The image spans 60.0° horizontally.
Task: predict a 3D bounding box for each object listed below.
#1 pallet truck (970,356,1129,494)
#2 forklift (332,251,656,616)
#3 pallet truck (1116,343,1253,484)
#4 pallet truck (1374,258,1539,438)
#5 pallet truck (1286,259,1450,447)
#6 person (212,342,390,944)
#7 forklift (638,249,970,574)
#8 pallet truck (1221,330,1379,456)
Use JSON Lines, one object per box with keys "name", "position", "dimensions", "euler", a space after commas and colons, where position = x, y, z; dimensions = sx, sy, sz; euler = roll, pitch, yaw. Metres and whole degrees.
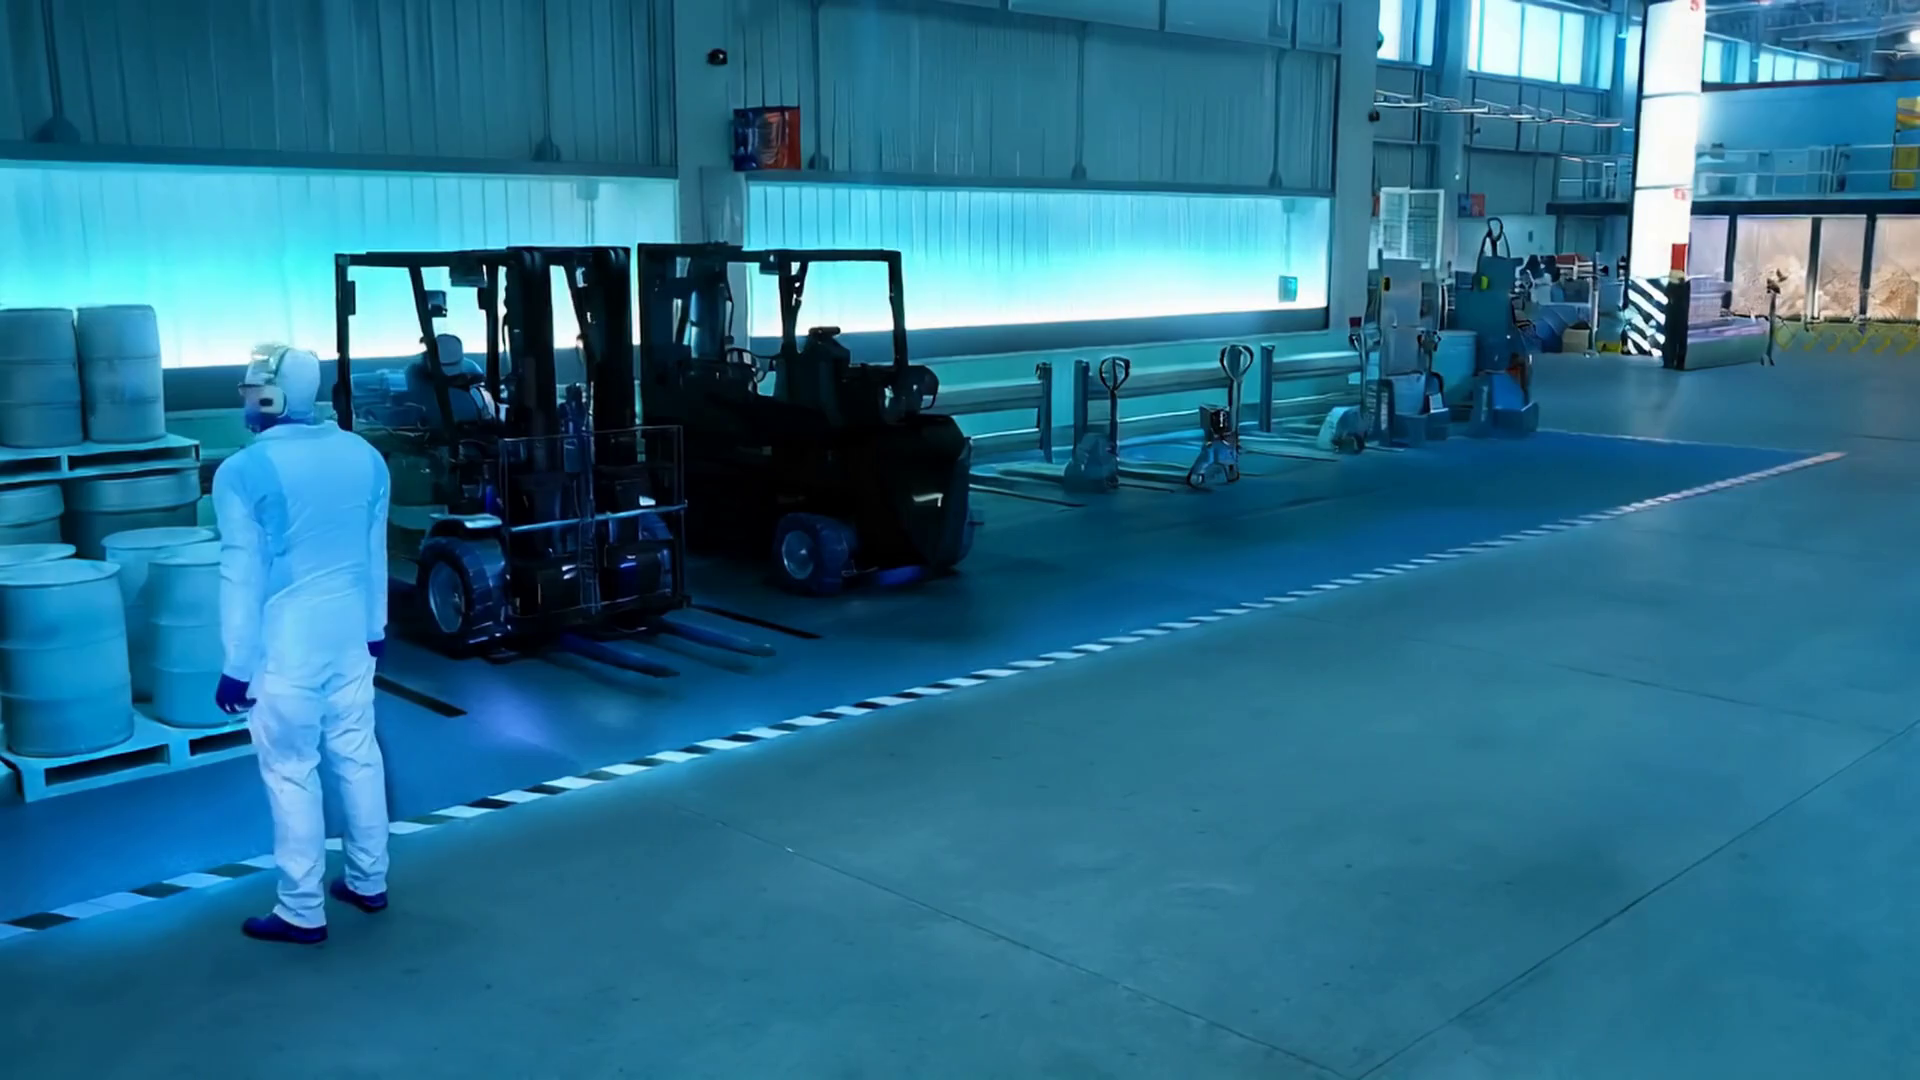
{"name": "pallet truck", "position": [0.784, -1.085, 14.876], "dimensions": [0.680, 1.201, 1.601], "euler": [-10, 14, -44]}
{"name": "forklift", "position": [-2.833, -0.669, 9.694], "dimensions": [1.157, 1.987, 2.680], "euler": [-10, 14, -44]}
{"name": "pallet truck", "position": [1.962, -1.215, 15.415], "dimensions": [1.522, 1.261, 0.704], "euler": [10, 14, 43]}
{"name": "pallet truck", "position": [5.704, -2.208, 18.901], "dimensions": [1.885, 1.965, 0.823], "euler": [10, 14, 43]}
{"name": "pallet truck", "position": [4.493, -2.078, 18.196], "dimensions": [0.823, 1.965, 1.885], "euler": [-9, 14, -40]}
{"name": "person", "position": [-2.112, 0.325, 5.323], "dimensions": [0.408, 1.911, 0.651], "euler": [5, 11, 25]}
{"name": "forklift", "position": [-1.173, -0.958, 11.239], "dimensions": [2.680, 1.987, 1.157], "euler": [10, 14, 43]}
{"name": "pallet truck", "position": [3.563, -1.581, 17.381], "dimensions": [0.653, 1.274, 1.630], "euler": [-10, 14, -44]}
